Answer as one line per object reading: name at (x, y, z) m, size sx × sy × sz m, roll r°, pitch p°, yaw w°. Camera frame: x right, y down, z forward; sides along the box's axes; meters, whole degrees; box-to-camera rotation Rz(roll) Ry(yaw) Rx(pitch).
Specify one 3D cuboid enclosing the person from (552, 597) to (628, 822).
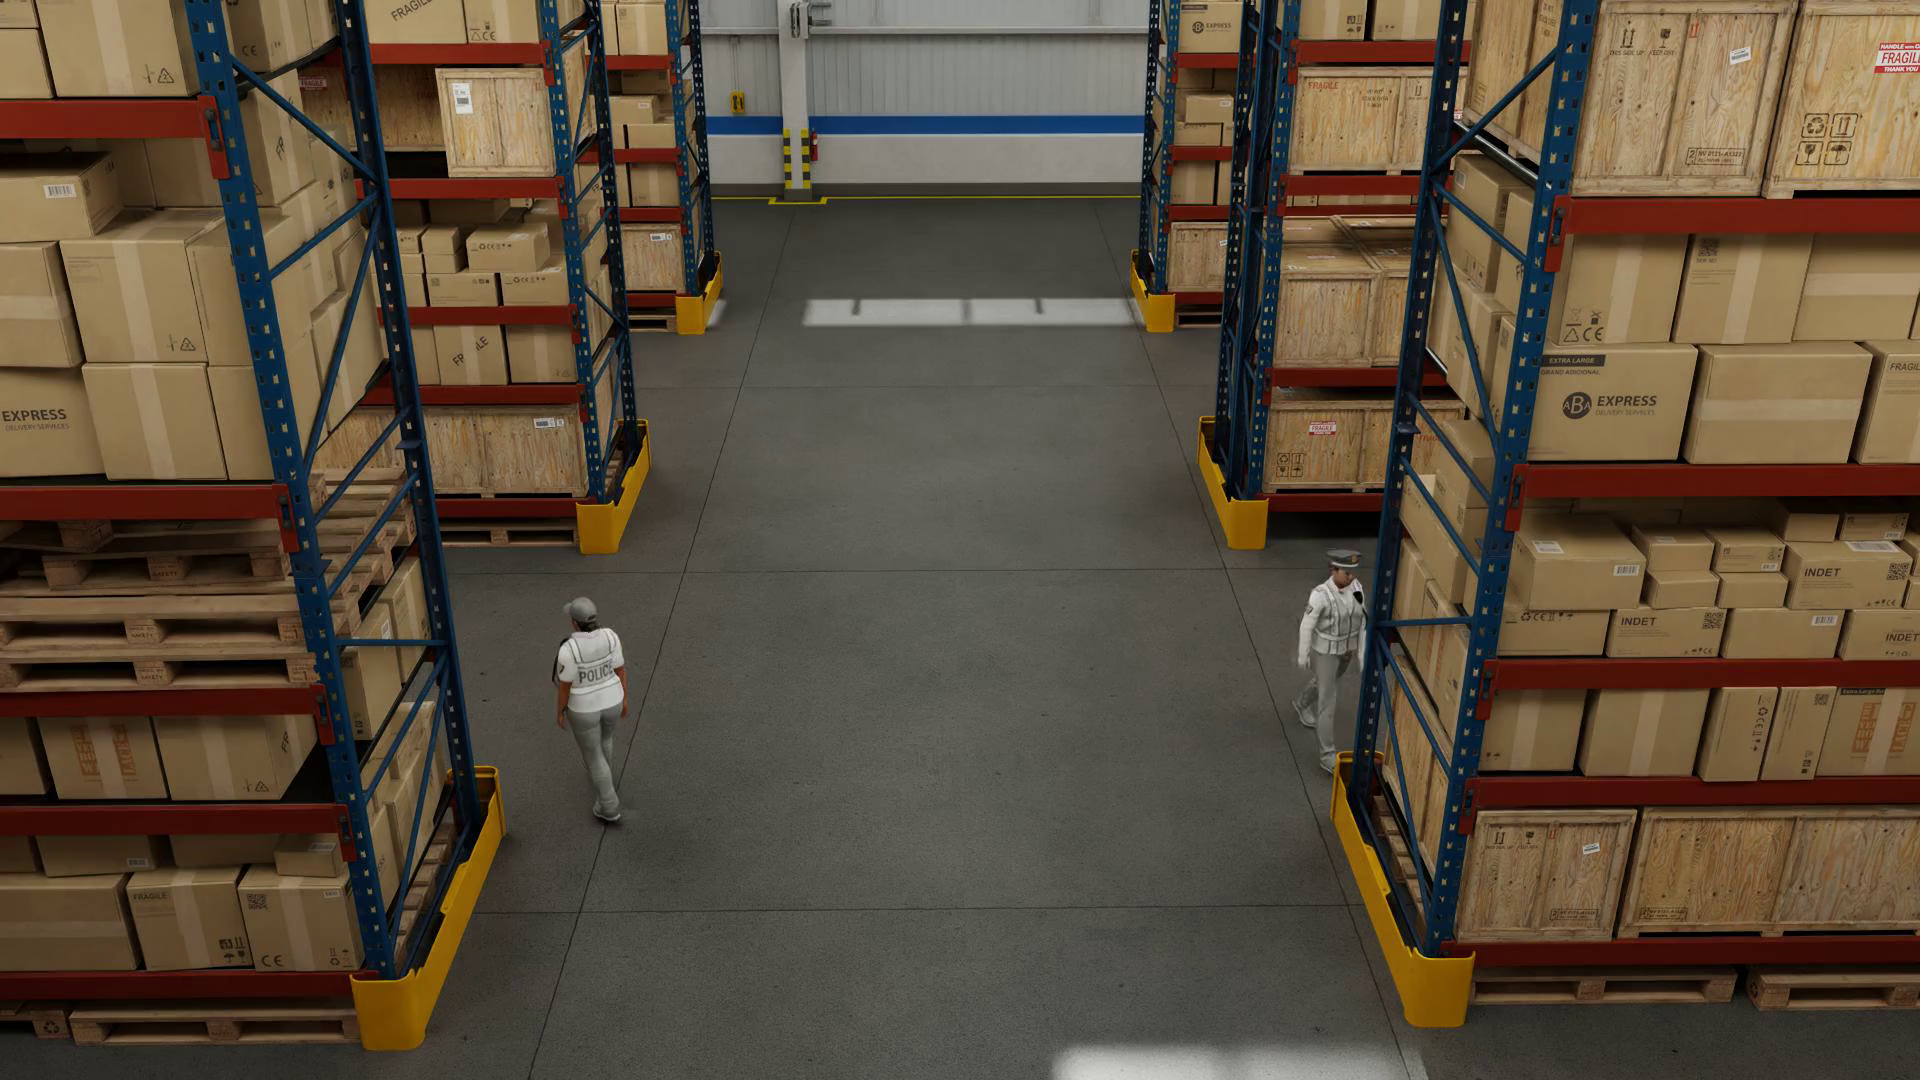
person at (-2.623, 1.118, 11.604) m, size 0.484 × 1.657 × 0.768 m, roll -22°, pitch 33°, yaw -38°

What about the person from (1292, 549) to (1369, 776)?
person at (2.747, 0.819, 12.261) m, size 0.533 × 1.631 × 0.952 m, roll -17°, pitch 30°, yaw -31°
